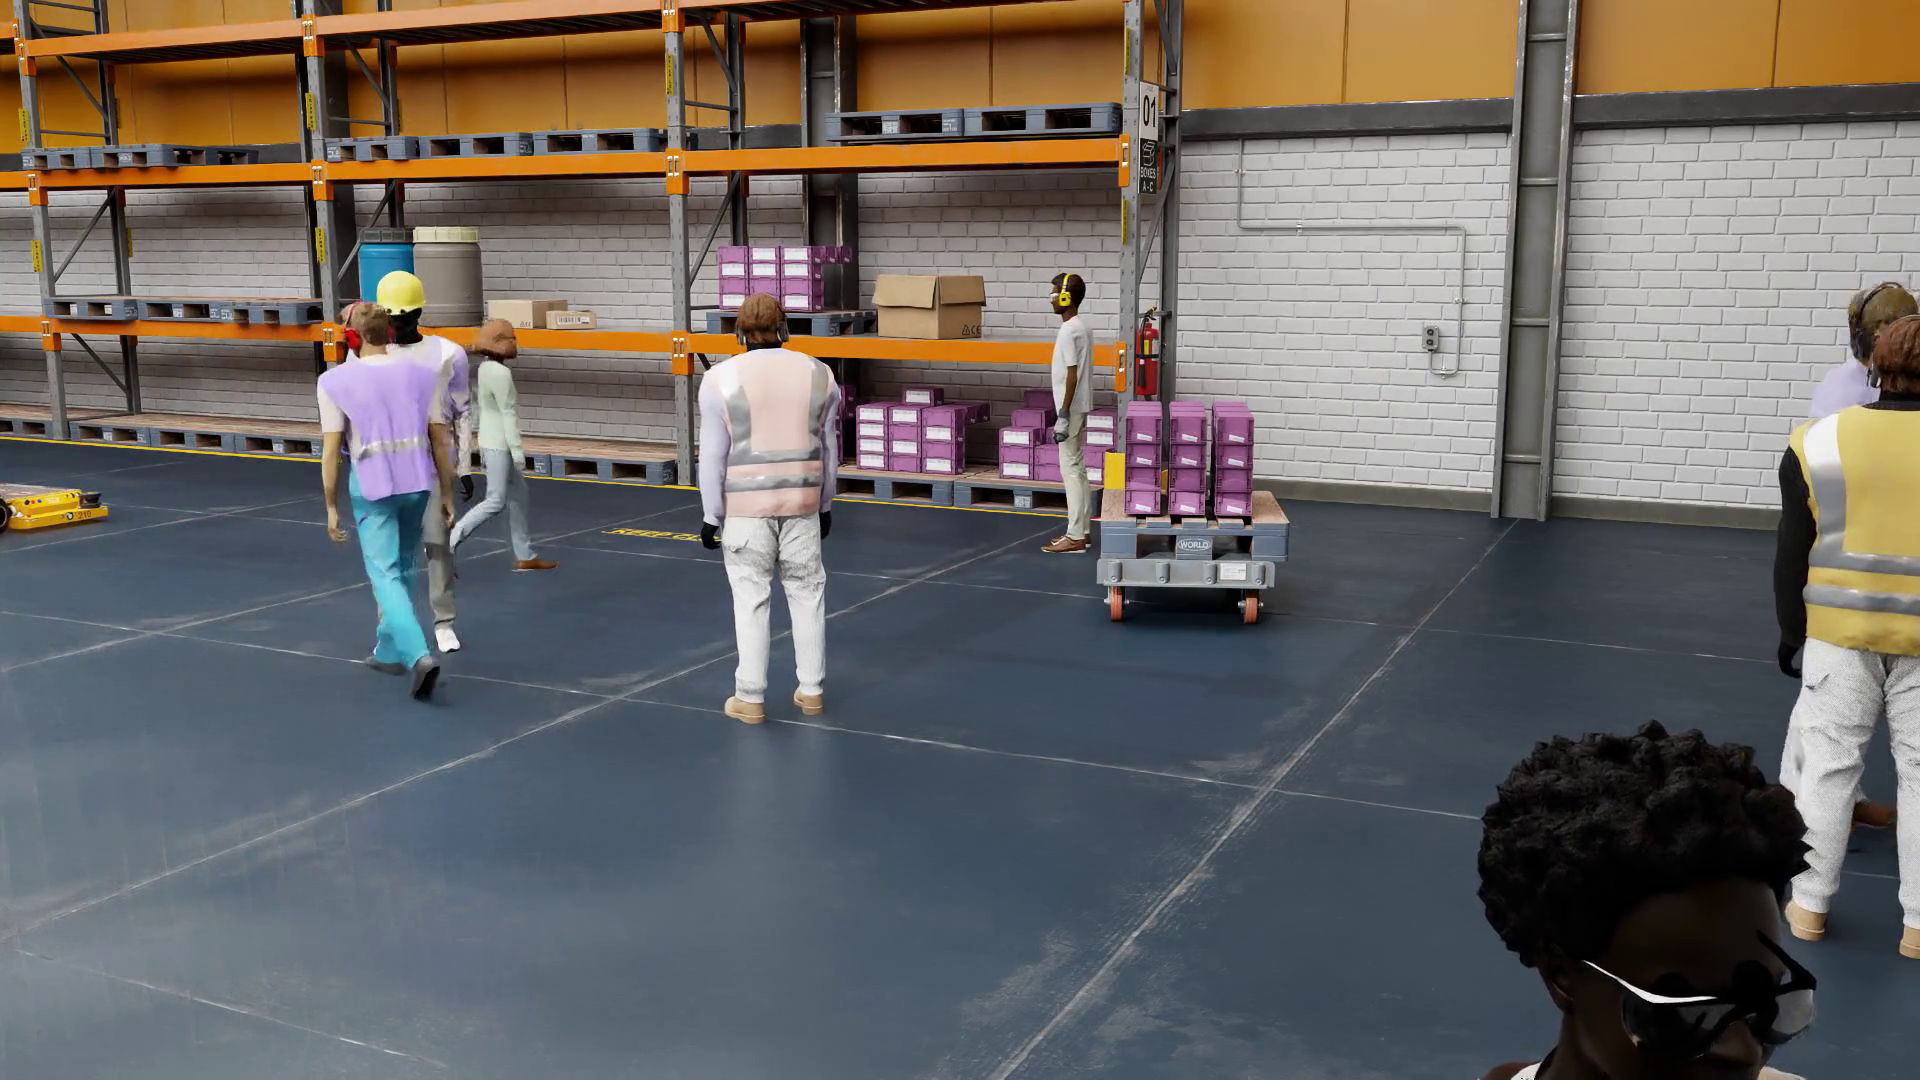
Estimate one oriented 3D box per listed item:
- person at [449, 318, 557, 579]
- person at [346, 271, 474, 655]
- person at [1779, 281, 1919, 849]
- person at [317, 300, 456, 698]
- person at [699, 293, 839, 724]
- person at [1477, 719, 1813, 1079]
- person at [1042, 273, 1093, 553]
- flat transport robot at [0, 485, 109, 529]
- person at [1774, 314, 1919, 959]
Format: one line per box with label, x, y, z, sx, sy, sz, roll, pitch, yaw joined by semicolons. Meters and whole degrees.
person;-2.912;-0.564;10.282;0.726;1.607;0.501;-4;11;-23
person;-2.729;-0.372;8.292;0.592;1.916;0.388;-3;10;-16
person;3.048;0.097;5.660;0.436;1.909;0.676;7;12;36
person;-2.600;-0.197;7.648;0.584;1.804;0.893;-10;14;-44
person;-0.825;-0.131;7.146;0.622;1.840;0.430;-5;11;-25
person;0.471;0.959;1.306;0.537;1.695;0.320;-4;11;-19
person;0.728;-0.841;11.141;0.312;1.862;0.535;3;10;16
flat transport robot;-7.146;-0.267;12.405;1.431;0.197;0.652;4;11;23
person;2.670;0.280;4.782;0.627;1.844;0.429;6;11;30
